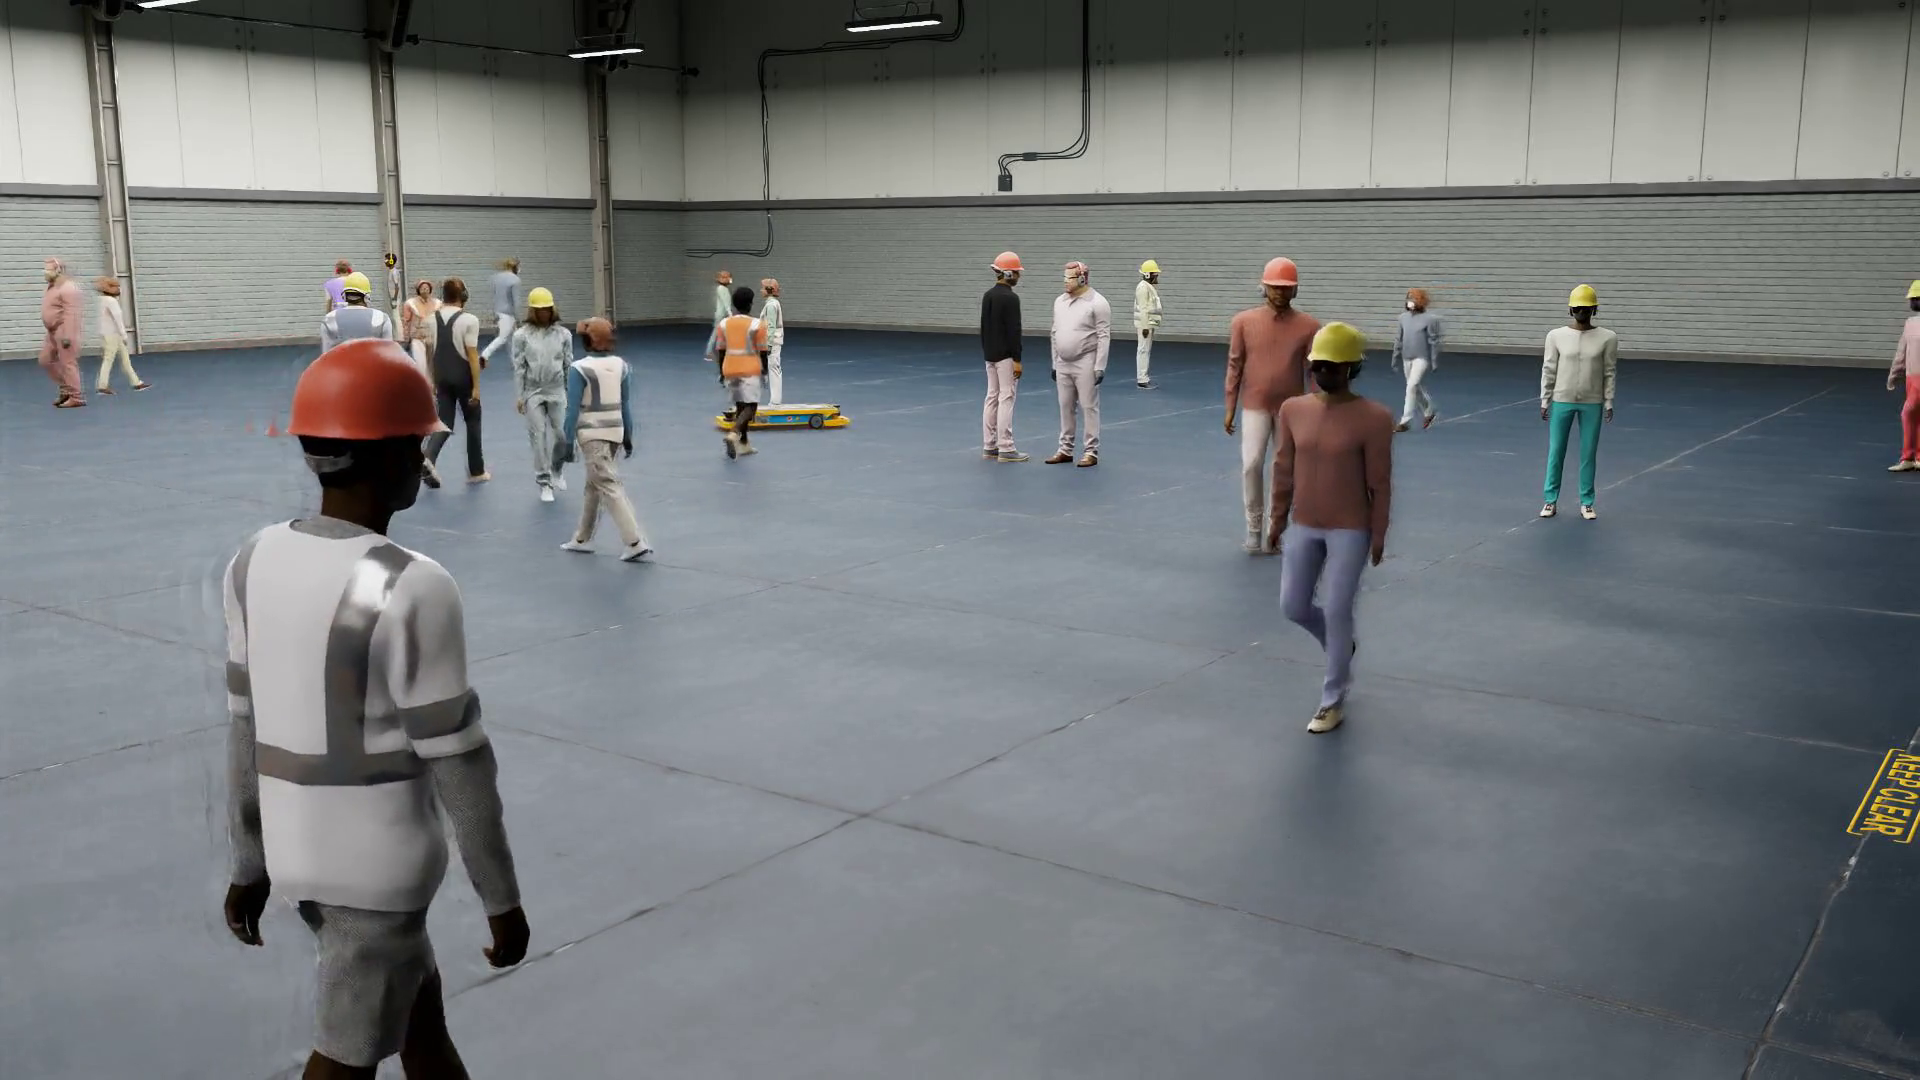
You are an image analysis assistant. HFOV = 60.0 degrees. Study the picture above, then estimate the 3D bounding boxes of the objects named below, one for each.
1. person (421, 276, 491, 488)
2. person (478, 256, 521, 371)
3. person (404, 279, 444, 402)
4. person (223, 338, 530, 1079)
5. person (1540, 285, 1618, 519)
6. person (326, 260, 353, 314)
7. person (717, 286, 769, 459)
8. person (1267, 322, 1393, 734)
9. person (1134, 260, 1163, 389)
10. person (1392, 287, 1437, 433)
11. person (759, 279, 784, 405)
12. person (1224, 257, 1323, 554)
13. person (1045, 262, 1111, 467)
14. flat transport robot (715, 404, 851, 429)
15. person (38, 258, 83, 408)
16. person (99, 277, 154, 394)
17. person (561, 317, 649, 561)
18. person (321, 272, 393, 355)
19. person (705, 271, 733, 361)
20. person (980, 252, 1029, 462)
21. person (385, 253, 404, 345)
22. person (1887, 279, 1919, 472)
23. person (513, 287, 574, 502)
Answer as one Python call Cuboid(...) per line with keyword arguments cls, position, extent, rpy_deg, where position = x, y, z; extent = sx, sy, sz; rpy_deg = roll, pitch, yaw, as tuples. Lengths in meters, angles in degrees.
Cuboid(cls="person", position=(-4.324, -1.333, 14.129), extent=(0.511, 1.814, 0.824), rpy_deg=(3, 10, 15))
Cuboid(cls="person", position=(-7.422, -3.640, 26.872), extent=(0.928, 1.887, 0.643), rpy_deg=(-9, 13, -41))
Cuboid(cls="person", position=(-6.901, -2.560, 21.534), extent=(0.522, 1.606, 0.678), rpy_deg=(-7, 12, -35))
Cuboid(cls="person", position=(-1.027, 0.572, 3.174), extent=(0.573, 1.894, 0.960), rpy_deg=(7, 13, 36))
Cuboid(cls="person", position=(4.659, -1.033, 12.548), extent=(0.534, 1.767, 0.314), rpy_deg=(3, 11, 17))
Cuboid(cls="person", position=(-9.442, -3.393, 25.640), extent=(0.586, 1.811, 0.847), rpy_deg=(-3, 10, -15))
Cuboid(cls="person", position=(-2.120, -1.603, 16.014), extent=(0.540, 1.676, 0.736), rpy_deg=(4, 11, 22))
Cuboid(cls="person", position=(1.624, -0.070, 7.191), extent=(0.535, 1.749, 0.529), rpy_deg=(8, 13, 38))
Cuboid(cls="person", position=(2.696, -3.080, 23.817), extent=(0.403, 1.835, 0.586), rpy_deg=(2, 10, 14))
Cuboid(cls="person", position=(5.089, -2.007, 18.473), extent=(0.806, 1.599, 0.510), rpy_deg=(-8, 13, -37))
Cuboid(cls="person", position=(-2.342, -2.425, 20.695), extent=(0.307, 1.641, 0.513), rpy_deg=(-1, 10, -4))
Cuboid(cls="person", position=(2.089, -0.869, 11.023), extent=(0.652, 1.975, 0.548), rpy_deg=(1, 10, 7))
Cuboid(cls="person", position=(1.088, -1.633, 15.523), extent=(0.642, 1.905, 0.399), rpy_deg=(10, 14, 43))
Cuboid(cls="flat transport robot", position=(-2.008, -1.406, 18.823), extent=(1.431, 0.197, 0.652), rpy_deg=(-3, 11, -17))
Cuboid(cls="person", position=(-11.393, -2.607, 21.026), extent=(0.664, 1.887, 0.447), rpy_deg=(8, 13, 39))
Cuboid(cls="person", position=(-11.598, -2.821, 23.029), extent=(0.800, 1.599, 0.519), rpy_deg=(-7, 12, -33))
Cuboid(cls="person", position=(-2.361, -0.665, 10.949), extent=(0.839, 1.599, 0.525), rpy_deg=(6, 12, 29))
Cuboid(cls="person", position=(-5.087, -1.351, 14.143), extent=(0.599, 1.830, 0.403), rpy_deg=(-2, 10, -10))
Cuboid(cls="person", position=(-4.130, -3.958, 29.439), extent=(0.872, 1.585, 0.495), rpy_deg=(1, 10, 8))
Cuboid(cls="person", position=(0.430, -1.747, 15.904), extent=(0.396, 1.992, 0.623), rpy_deg=(-5, 11, -27))
Cuboid(cls="person", position=(-11.570, -4.908, 33.958), extent=(0.328, 1.873, 0.517), rpy_deg=(-4, 11, -23))
Cuboid(cls="person", position=(8.603, -1.476, 15.060), extent=(0.631, 1.742, 0.561), rpy_deg=(0, 10, -2))
Cuboid(cls="person", position=(-3.358, -1.176, 13.455), extent=(0.489, 1.728, 0.414), rpy_deg=(-5, 11, -24))
